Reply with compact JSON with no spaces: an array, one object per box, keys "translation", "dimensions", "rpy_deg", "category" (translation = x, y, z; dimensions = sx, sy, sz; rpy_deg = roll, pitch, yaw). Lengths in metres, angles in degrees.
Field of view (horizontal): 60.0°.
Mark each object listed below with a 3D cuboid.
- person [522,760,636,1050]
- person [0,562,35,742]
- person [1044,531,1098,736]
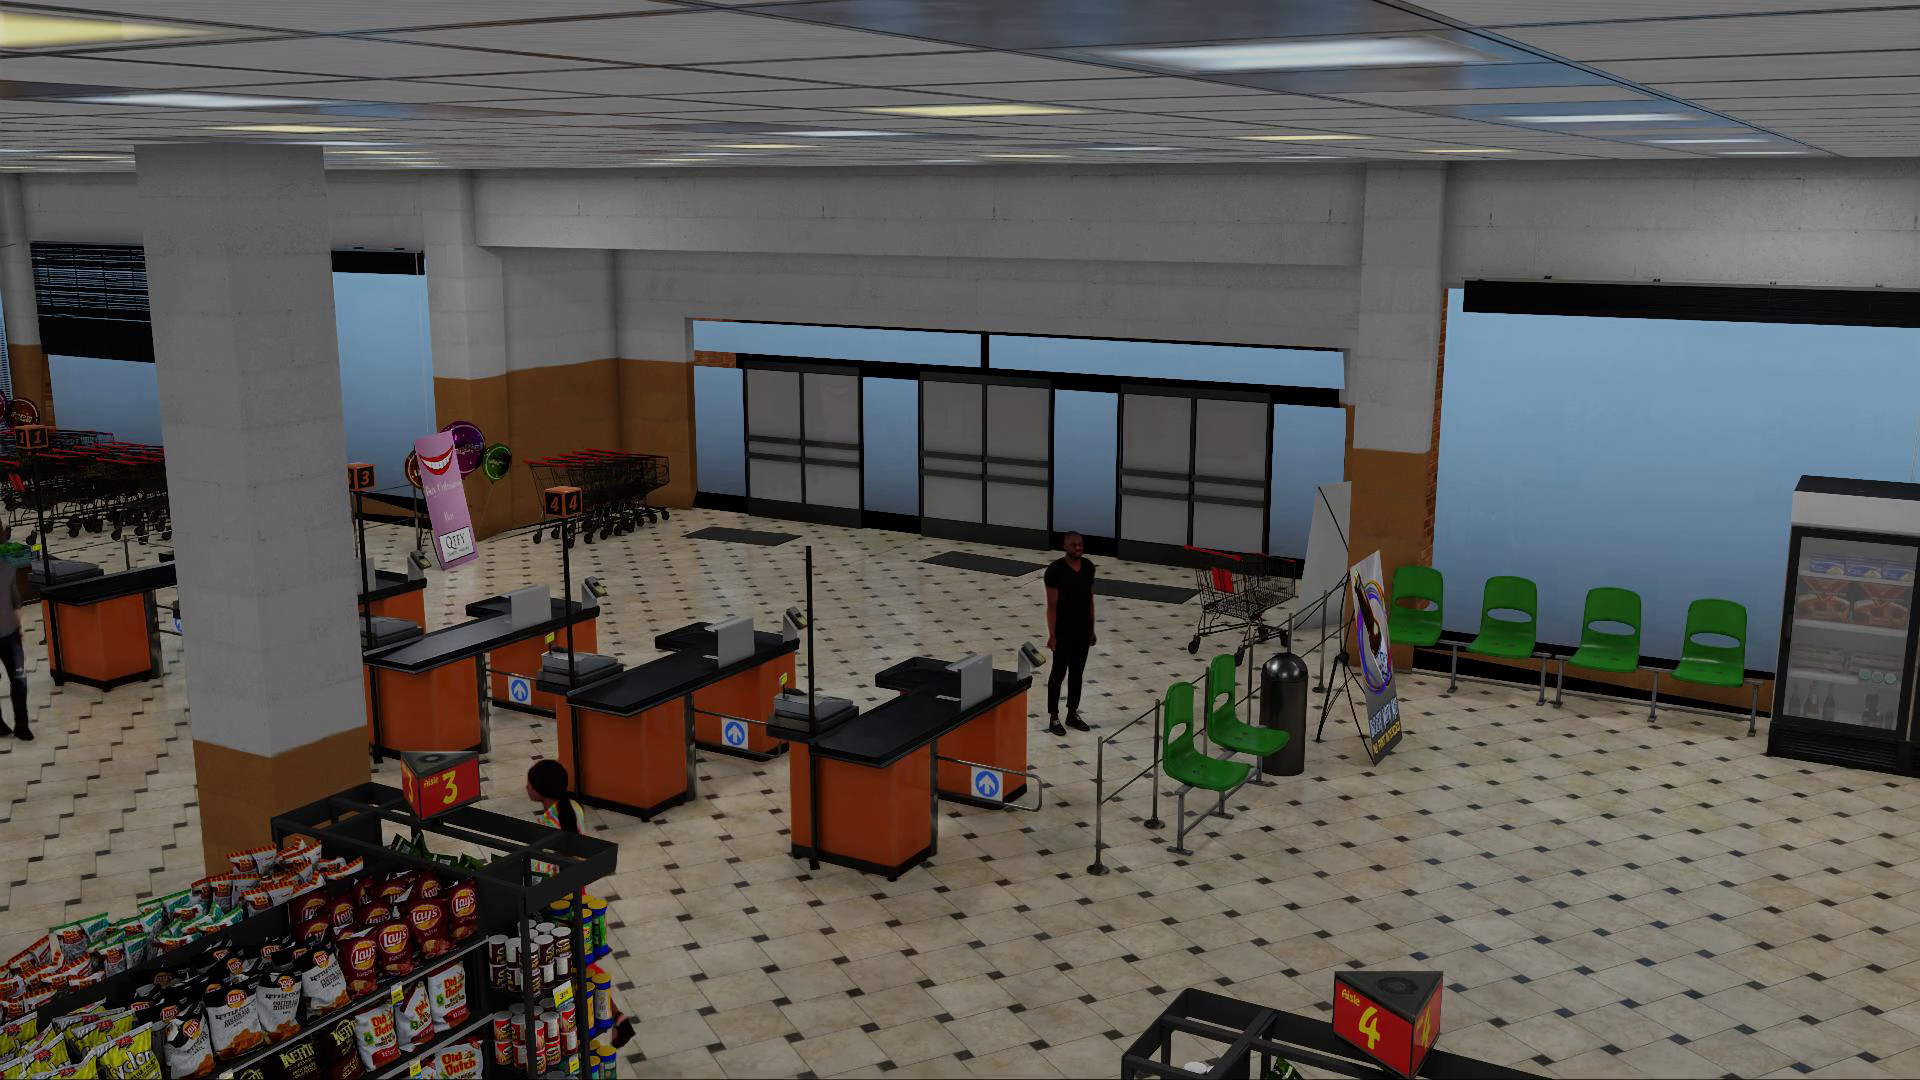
[{"translation":[-2.109,2.030,8.984],"dimensions":[0.810,1.782,0.877],"rpy_deg":[3,12,15],"category":"person"},{"translation":[-8.405,0.838,14.472],"dimensions":[0.878,1.853,0.921],"rpy_deg":[8,14,33],"category":"person"},{"translation":[0.978,0.804,14.720],"dimensions":[0.666,1.818,0.802],"rpy_deg":[-7,14,-30],"category":"person"}]
